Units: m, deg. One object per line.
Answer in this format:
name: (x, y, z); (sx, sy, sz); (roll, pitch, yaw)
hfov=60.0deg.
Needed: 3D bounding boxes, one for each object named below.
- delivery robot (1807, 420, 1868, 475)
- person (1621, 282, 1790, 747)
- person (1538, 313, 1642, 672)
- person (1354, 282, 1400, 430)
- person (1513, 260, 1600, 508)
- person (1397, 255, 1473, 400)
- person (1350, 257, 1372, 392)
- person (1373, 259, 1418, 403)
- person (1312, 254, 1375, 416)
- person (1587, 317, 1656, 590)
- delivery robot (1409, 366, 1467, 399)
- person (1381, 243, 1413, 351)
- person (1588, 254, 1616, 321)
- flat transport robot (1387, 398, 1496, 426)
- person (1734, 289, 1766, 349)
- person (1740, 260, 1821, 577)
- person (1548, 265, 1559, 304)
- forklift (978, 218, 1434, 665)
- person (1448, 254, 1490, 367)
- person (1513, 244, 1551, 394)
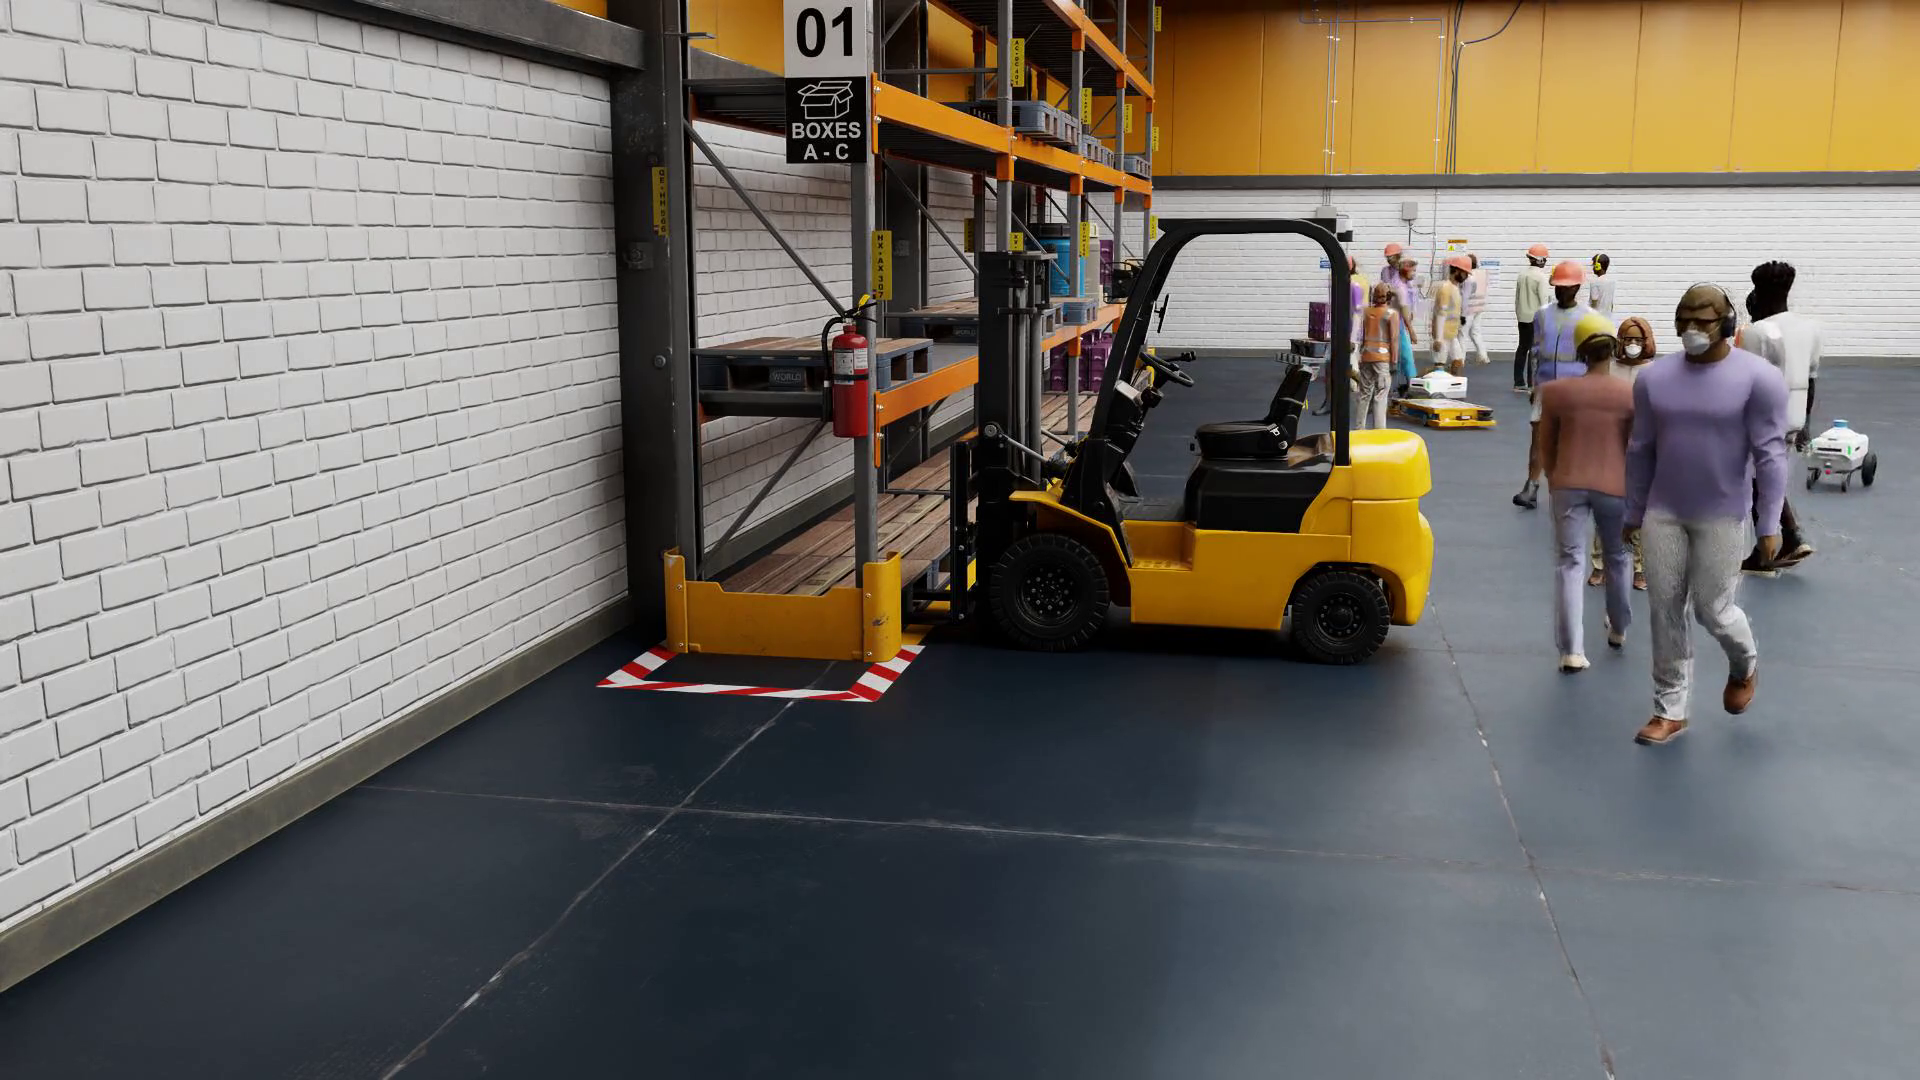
delivery robot: (7.364, -0.763, 13.945); (0.477, 0.478, 0.707); (8, 13, 38)
person: (3.099, -0.109, 6.894); (0.631, 1.918, 0.657); (-9, 13, -39)
person: (3.105, -0.245, 8.177); (0.523, 1.713, 0.882); (4, 11, 22)
person: (4.296, -1.821, 17.068); (0.321, 1.629, 0.515); (-6, 12, -28)
person: (4.588, -1.176, 12.759); (0.562, 1.899, 0.925); (9, 13, 39)
person: (5.714, -2.456, 19.856); (0.844, 1.883, 0.608); (6, 12, 32)
person: (5.249, -2.905, 22.463); (0.644, 1.820, 0.484); (-7, 13, -35)
person: (5.597, -2.605, 20.880); (0.897, 1.802, 0.583); (3, 11, 17)
person: (4.548, -2.392, 19.450); (0.744, 1.911, 0.558); (-6, 12, -28)
person: (3.980, -0.514, 9.911); (0.493, 1.624, 0.280); (4, 11, 21)
delivery robot: (5.694, -1.830, 19.796); (0.707, 0.478, 0.477); (-6, 12, -31)
person: (6.970, -3.698, 26.339); (0.837, 2.008, 0.652); (-7, 13, -35)
person: (8.539, -2.890, 22.270); (0.509, 1.868, 0.328); (-8, 13, -37)
flat transport robot: (5.401, -1.444, 18.715); (0.652, 0.197, 1.431); (-1, 10, -8)
person: (6.250, -1.144, 13.151); (0.317, 1.698, 0.540); (8, 13, 37)
person: (4.954, -0.732, 10.211); (0.603, 1.948, 0.409); (-7, 12, -32)
person: (7.615, -2.638, 21.222); (0.492, 1.742, 0.318); (-8, 13, -36)
forklift: (1.285, -0.567, 8.635); (2.313, 2.155, 1.214); (2, 11, 11)
person: (8.198, -3.663, 26.732); (0.633, 1.820, 0.622); (-9, 13, -39)
person: (7.669, -2.951, 22.247); (0.380, 1.994, 0.622); (-3, 11, -18)
